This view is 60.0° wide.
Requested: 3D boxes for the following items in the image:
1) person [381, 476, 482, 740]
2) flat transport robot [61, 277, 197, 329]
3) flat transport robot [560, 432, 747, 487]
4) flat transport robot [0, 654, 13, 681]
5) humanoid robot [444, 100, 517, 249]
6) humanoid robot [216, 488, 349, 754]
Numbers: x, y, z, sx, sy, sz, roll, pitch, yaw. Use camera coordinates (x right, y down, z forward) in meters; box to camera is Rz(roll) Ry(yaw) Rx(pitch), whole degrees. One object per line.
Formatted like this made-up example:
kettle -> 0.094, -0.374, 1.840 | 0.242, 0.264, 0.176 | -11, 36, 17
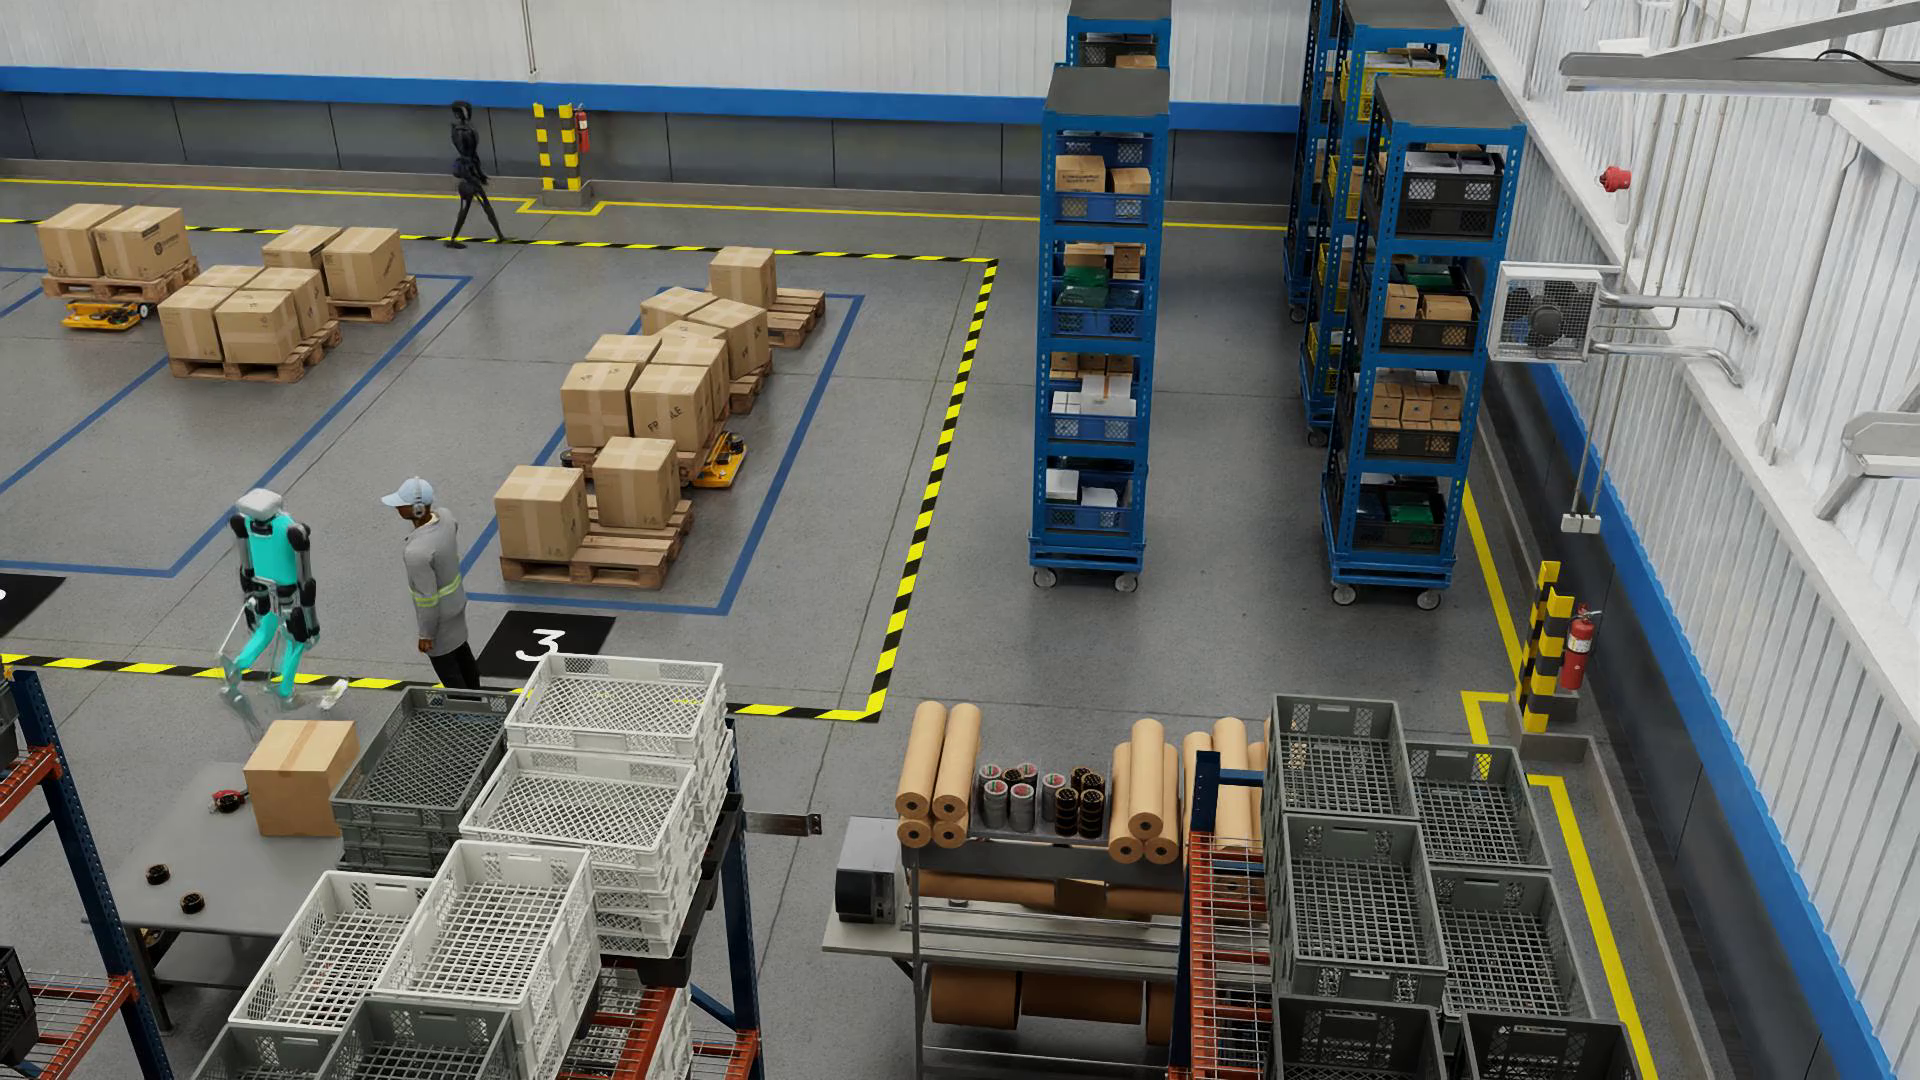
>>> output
person -> -3.265, 0.431, 10.358 | 0.373, 1.852, 0.597 | 2, 30, 3
flat transport robot -> -8.470, -2.519, 16.972 | 0.652, 0.197, 1.431 | 3, 30, 6
flat transport robot -> -2.554, -0.707, 13.861 | 1.431, 0.197, 0.652 | 3, 30, 6
flat transport robot -> -7.142, 0.969, 11.010 | 1.431, 0.231, 0.659 | 3, 30, 6
humanoid robot -> -5.345, -3.977, 18.148 | 0.785, 1.622, 0.588 | -2, 30, -3
humanoid robot -> -4.280, 0.571, 10.254 | 0.548, 1.747, 1.047 | 10, 32, 17
